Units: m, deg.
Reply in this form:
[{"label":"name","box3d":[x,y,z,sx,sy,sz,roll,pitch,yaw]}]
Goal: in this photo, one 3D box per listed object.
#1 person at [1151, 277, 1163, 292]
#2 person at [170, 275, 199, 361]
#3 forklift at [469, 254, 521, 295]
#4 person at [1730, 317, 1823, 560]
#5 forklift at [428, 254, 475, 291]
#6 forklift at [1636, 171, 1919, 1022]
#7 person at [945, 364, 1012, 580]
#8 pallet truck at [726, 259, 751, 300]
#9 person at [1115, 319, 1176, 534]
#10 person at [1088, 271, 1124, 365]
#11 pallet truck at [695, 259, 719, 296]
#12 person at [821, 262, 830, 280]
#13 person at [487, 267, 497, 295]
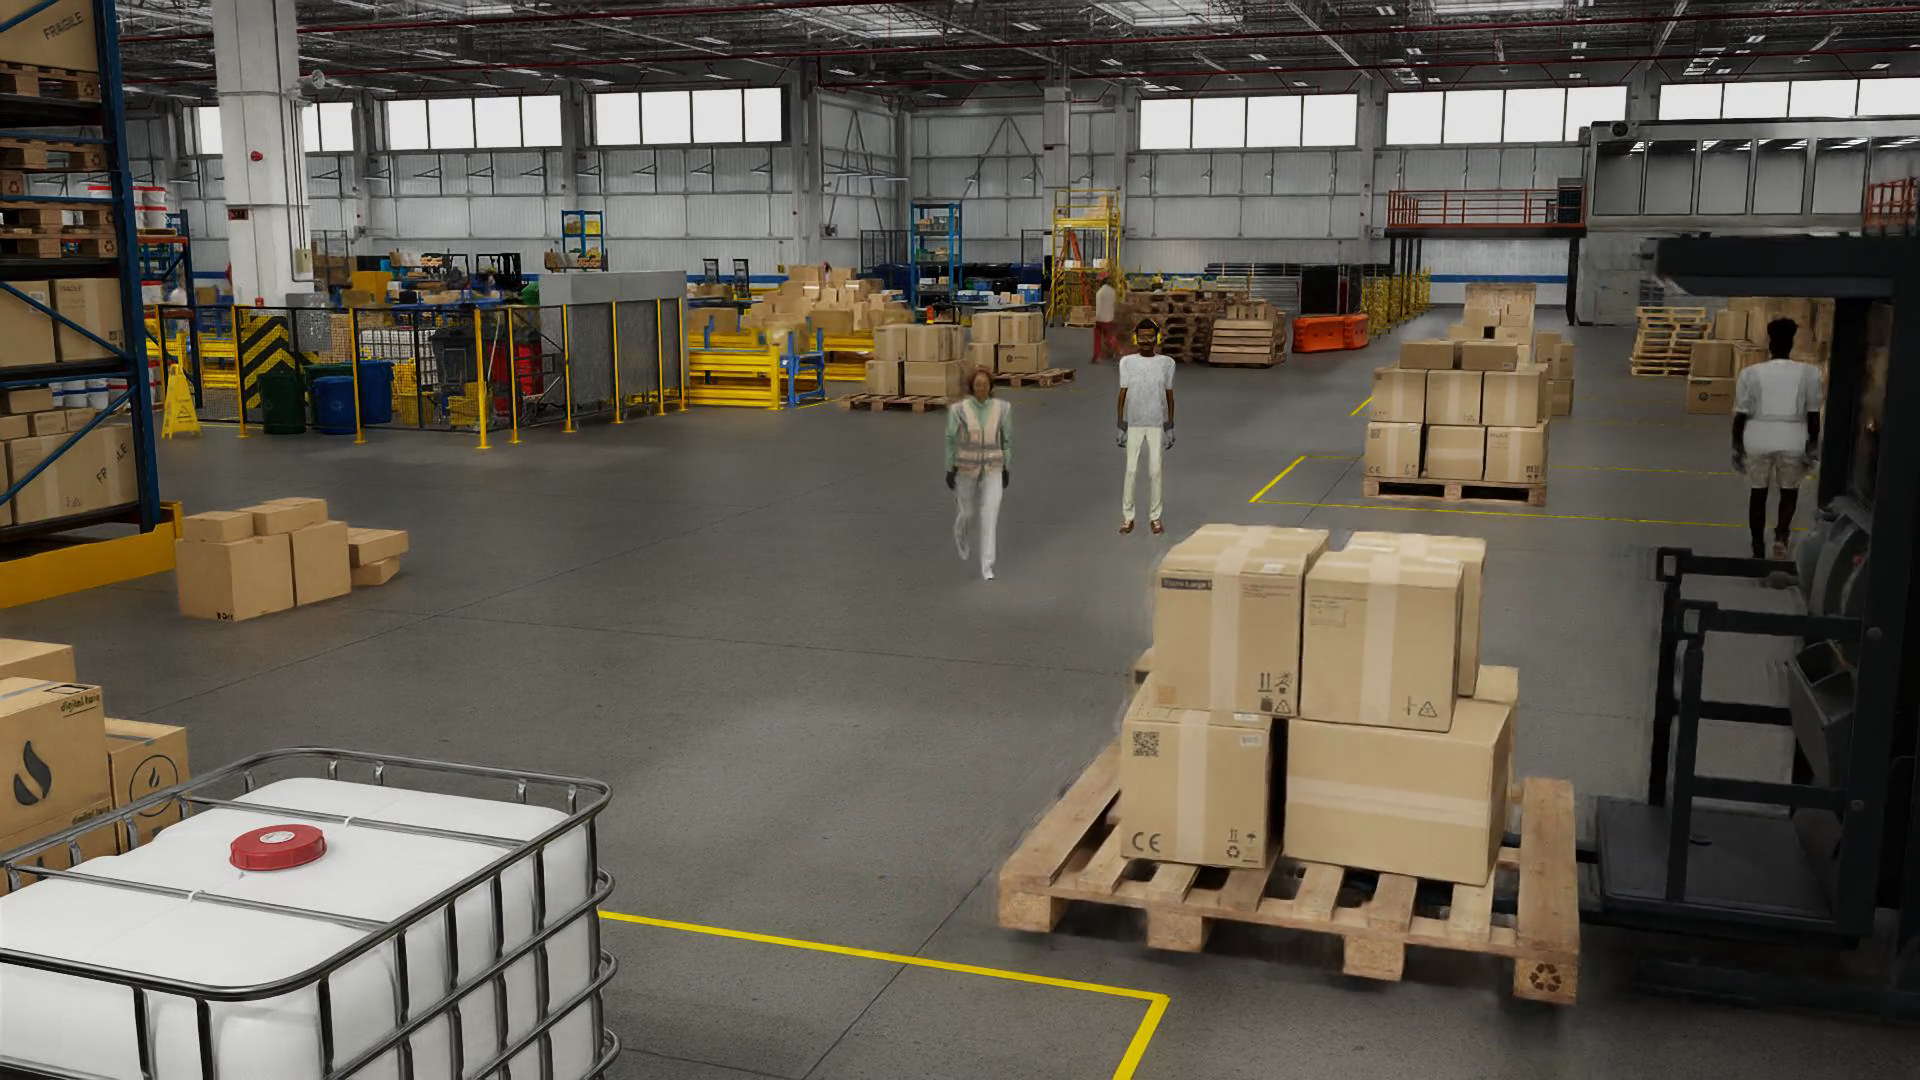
[{"label":"person","box3d":[4.696,-5.406,39.745,0.311,1.735,0.484,3,11,17]},{"label":"person","box3d":[-16.157,-4.567,34.599,0.708,1.885,0.658,4,11,24]},{"label":"forklift","box3d":[-17.990,-10.121,64.684,1.157,1.987,2.680,3,11,17]},{"label":"person","box3d":[6.282,-0.740,12.832,0.630,1.955,0.428,4,11,24]},{"label":"forklift","box3d":[-20.133,-10.254,65.465,1.157,1.987,2.680,3,11,19]},{"label":"forklift","box3d":[3.306,0.108,5.464,1.873,2.768,1.129,3,11,19]},{"label":"person","box3d":[0.127,-0.542,12.671,0.527,1.616,0.647,-2,10,-9]},{"label":"pallet truck","box3d":[-7.986,-9.493,62.019,0.823,1.965,1.885,3,11,17]},{"label":"person","box3d":[1.608,-0.977,14.420,0.530,1.871,0.323,1,10,4]},{"label":"person","box3d":[3.059,-4.613,34.612,0.646,1.972,0.728,-10,14,-43]},{"label":"pallet truck","box3d":[-9.165,-9.627,62.776,0.823,1.965,1.885,4,11,23]},{"label":"person","box3d":[-3.927,-7.443,50.474,0.704,1.997,0.720,-3,11,-18]},{"label":"person","box3d":[-16.472,-8.726,58.489,0.900,1.721,0.529,-3,10,-14]}]
